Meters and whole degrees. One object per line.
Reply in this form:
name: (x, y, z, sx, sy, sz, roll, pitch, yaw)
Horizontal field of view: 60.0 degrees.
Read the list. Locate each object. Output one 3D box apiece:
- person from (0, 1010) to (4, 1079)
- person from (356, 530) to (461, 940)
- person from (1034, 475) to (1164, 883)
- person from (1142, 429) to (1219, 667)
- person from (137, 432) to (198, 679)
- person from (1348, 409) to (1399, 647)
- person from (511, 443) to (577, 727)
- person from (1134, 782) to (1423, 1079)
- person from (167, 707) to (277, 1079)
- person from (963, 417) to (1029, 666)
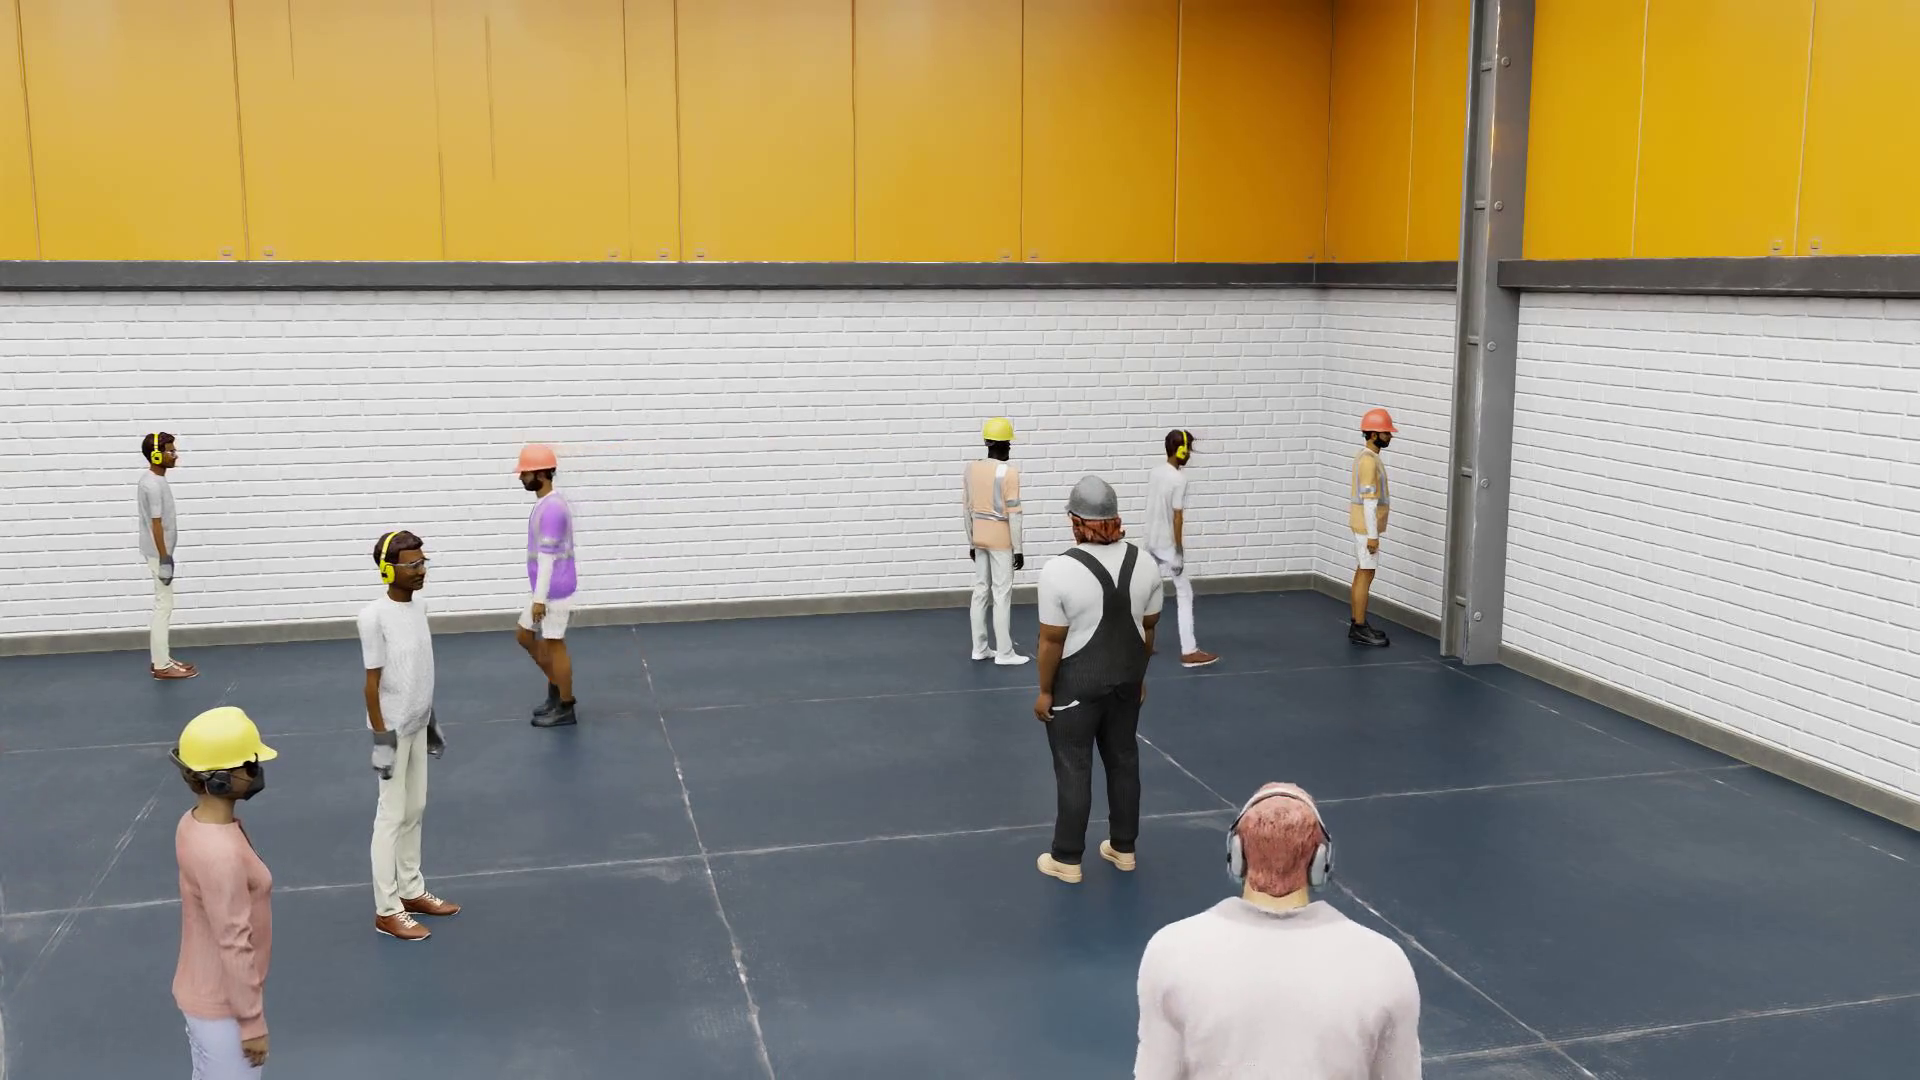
person: (-2.782, 1.416, 4.296, 0.627, 1.877, 1.002, -1, 9, -4)
person: (-2.545, 0.885, 7.662, 0.324, 1.862, 0.518, 2, 9, 11)
person: (0.637, 0.683, 8.358, 0.684, 2.000, 0.538, -5, 10, -28)
person: (1.628, 0.056, 12.934, 0.464, 1.839, 0.659, -5, 10, -28)
person: (-5.957, 0.120, 12.450, 0.334, 1.864, 0.514, -5, 10, -26)
person: (3.371, -0.106, 13.604, 0.360, 1.938, 0.546, 2, 9, 9)
person: (-2.764, 0.313, 11.062, 0.422, 1.922, 0.542, -3, 10, -20)
person: (0.748, 1.485, 3.940, 0.678, 1.851, 0.998, 1, 9, 9)
person: (-2.163, 1.364, 4.959, 0.322, 1.769, 0.523, -6, 11, -33)
person: (0.277, 0.012, 12.895, 0.369, 1.928, 0.585, -9, 13, -43)
